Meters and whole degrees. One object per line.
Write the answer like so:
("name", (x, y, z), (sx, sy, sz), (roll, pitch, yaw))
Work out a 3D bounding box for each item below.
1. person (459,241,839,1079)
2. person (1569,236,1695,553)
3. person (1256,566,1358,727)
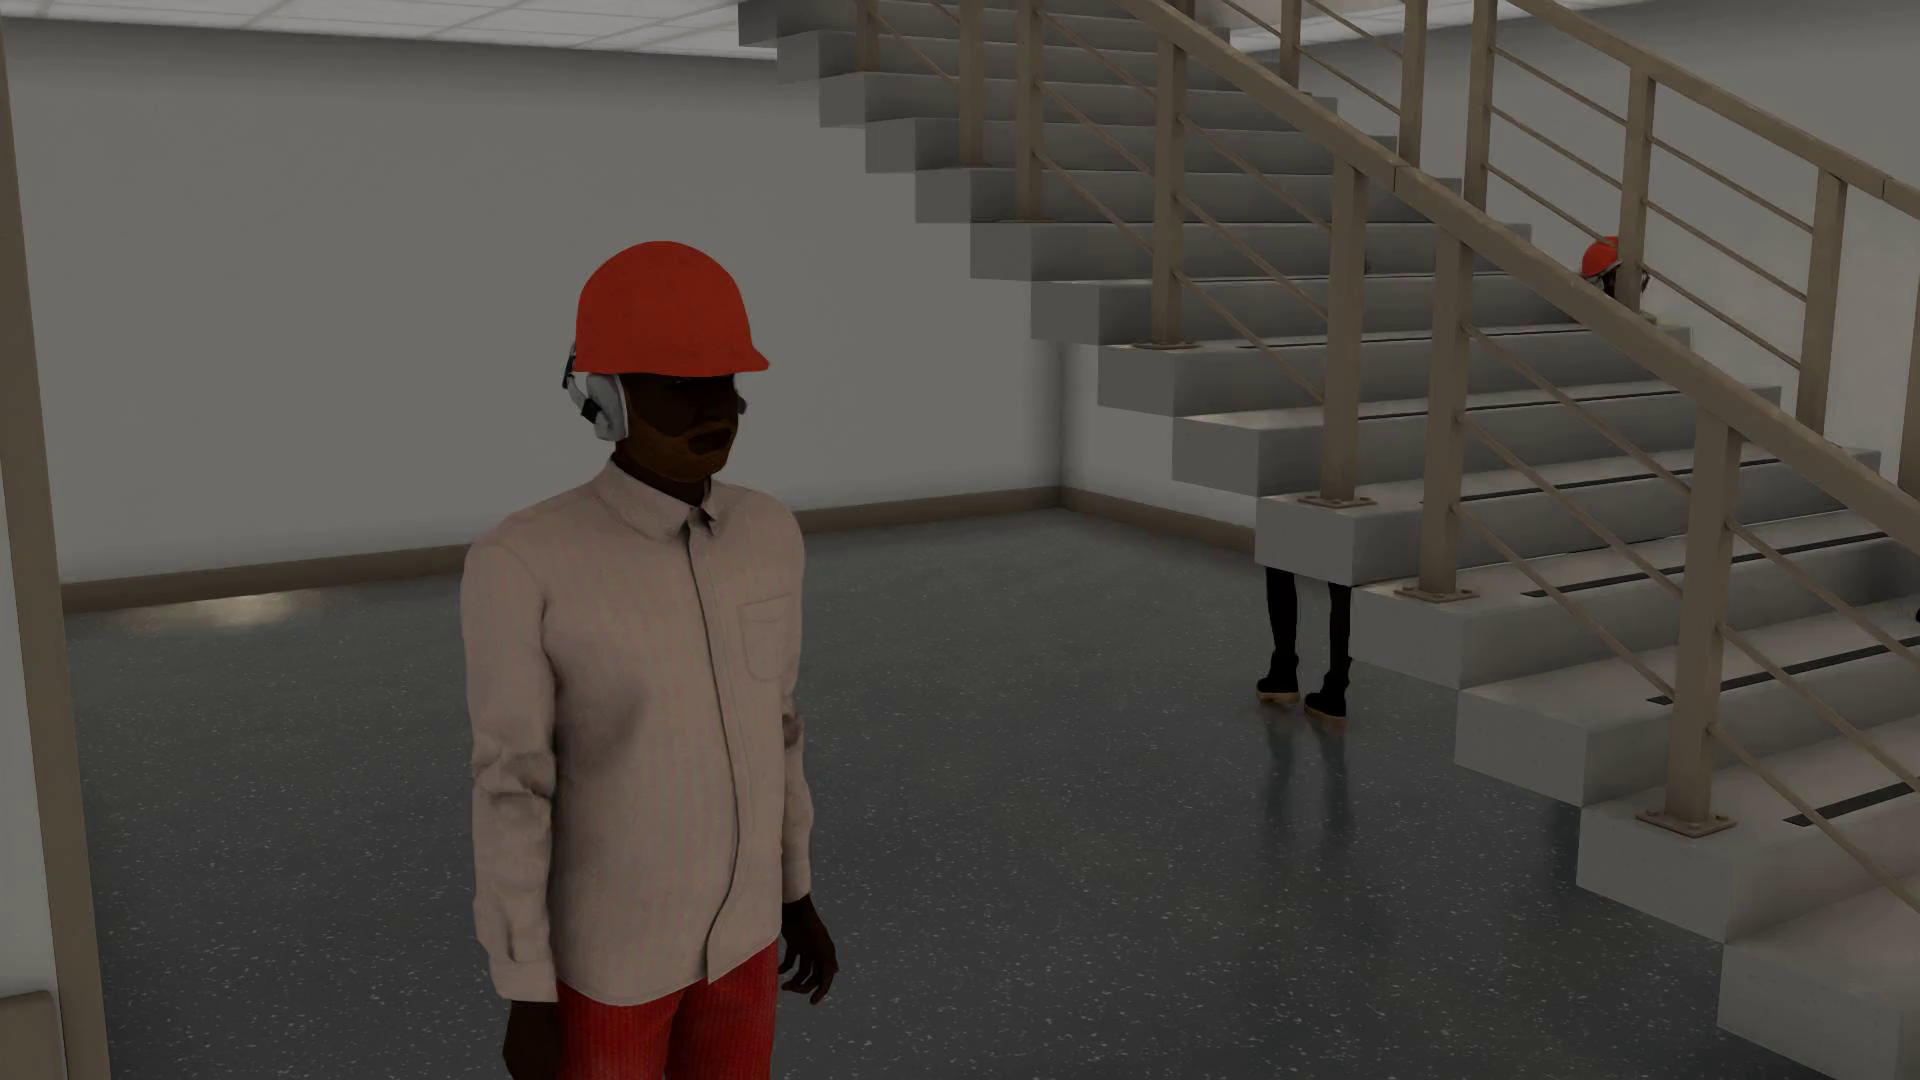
("person", (-0.424, 0.573, 2.451), (0.381, 1.996, 0.608), (9, 14, 39))
("person", (2.676, -0.247, 6.828), (0.644, 1.967, 0.499), (-2, 11, -9))
("person", (1.480, -0.233, 6.825), (0.647, 1.935, 0.669), (-2, 11, -9))
